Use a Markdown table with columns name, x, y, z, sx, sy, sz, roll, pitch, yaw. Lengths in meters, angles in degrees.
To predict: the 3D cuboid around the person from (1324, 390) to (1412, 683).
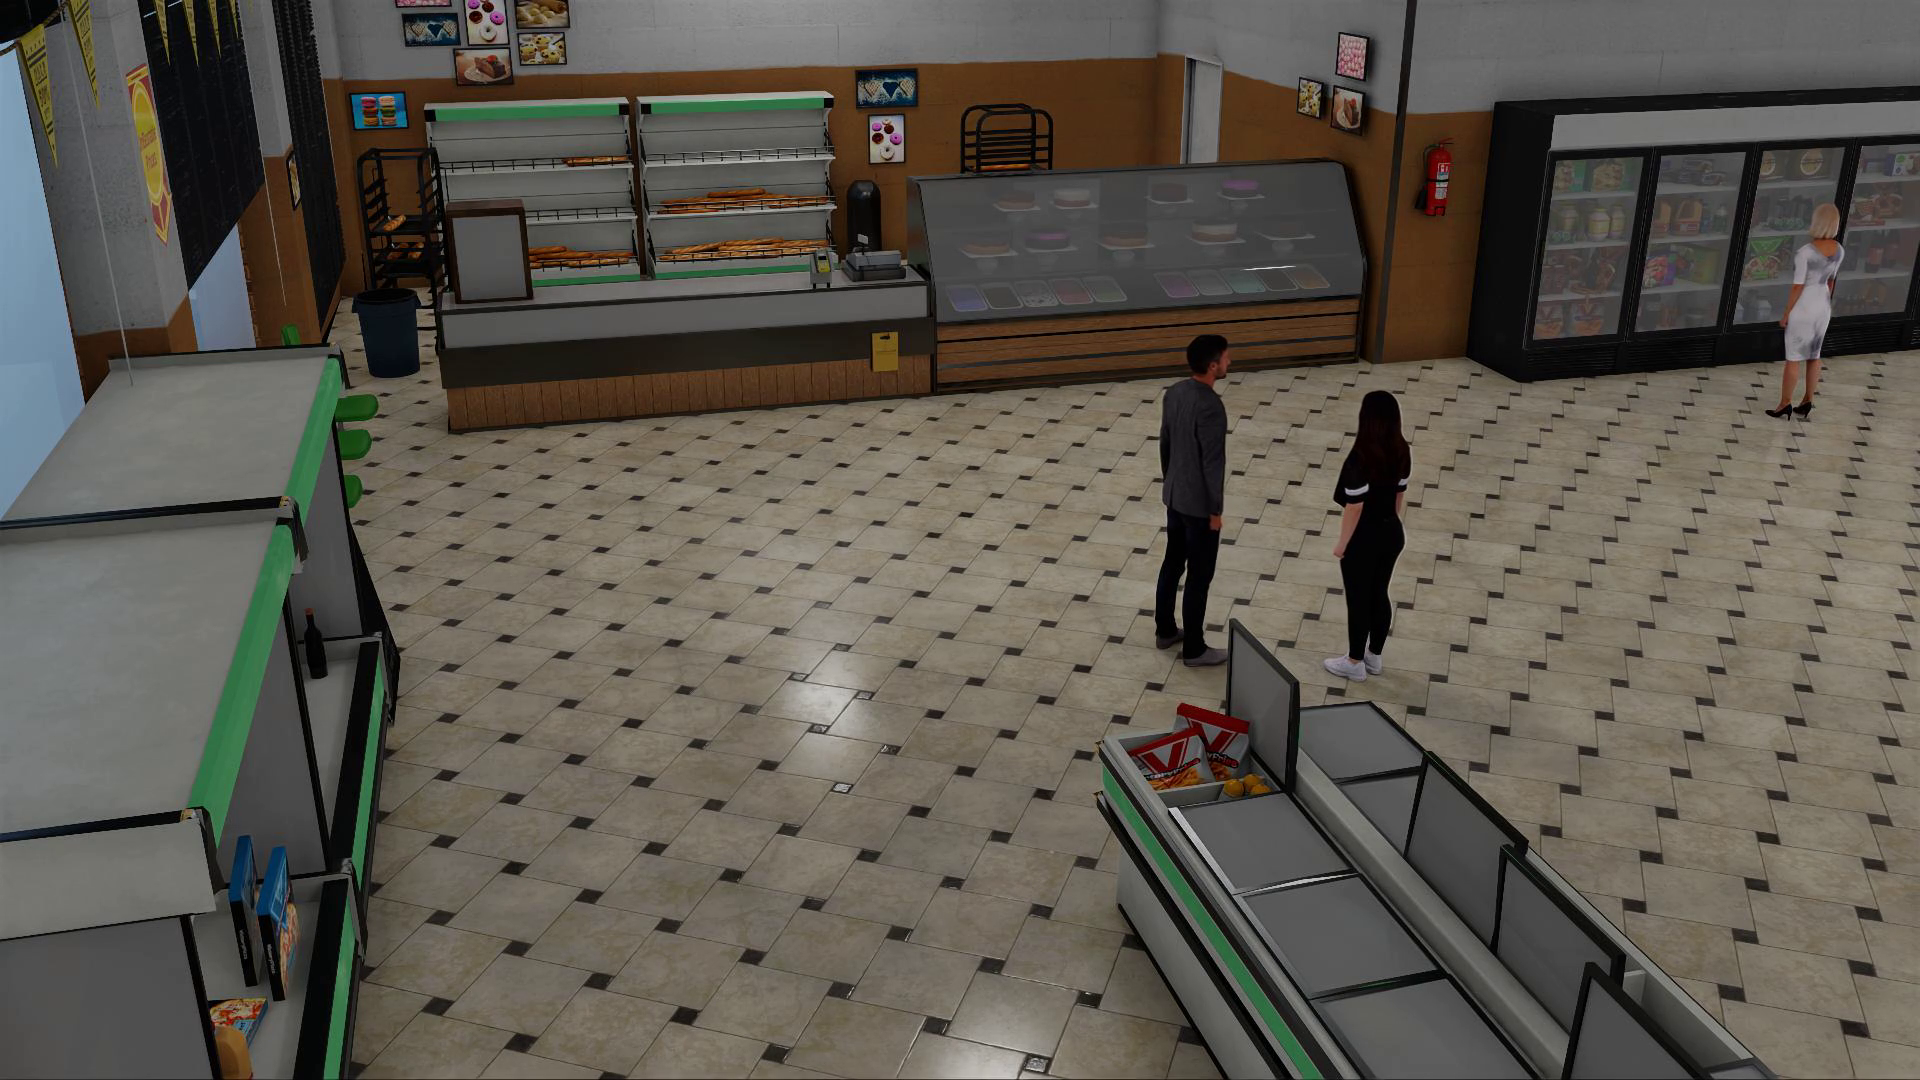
| name | x | y | z | sx | sy | sz | roll | pitch | yaw |
| --- | --- | --- | --- | --- | --- | --- | --- | --- | --- |
| person | 2.223 | -0.021 | 9.022 | 0.681 | 1.639 | 0.683 | -14 | 26 | -31 |

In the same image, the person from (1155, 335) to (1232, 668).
| name | x | y | z | sx | sy | sz | roll | pitch | yaw |
| --- | --- | --- | --- | --- | --- | --- | --- | --- | --- |
| person | 1.301 | -0.228 | 9.226 | 0.783 | 1.871 | 0.578 | -10 | 24 | -23 |

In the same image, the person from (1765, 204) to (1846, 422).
| name | x | y | z | sx | sy | sz | roll | pitch | yaw |
| --- | --- | --- | --- | --- | --- | --- | --- | --- | --- |
| person | 6.830 | -1.830 | 13.372 | 0.551 | 1.752 | 0.490 | -6 | 23 | -14 |
